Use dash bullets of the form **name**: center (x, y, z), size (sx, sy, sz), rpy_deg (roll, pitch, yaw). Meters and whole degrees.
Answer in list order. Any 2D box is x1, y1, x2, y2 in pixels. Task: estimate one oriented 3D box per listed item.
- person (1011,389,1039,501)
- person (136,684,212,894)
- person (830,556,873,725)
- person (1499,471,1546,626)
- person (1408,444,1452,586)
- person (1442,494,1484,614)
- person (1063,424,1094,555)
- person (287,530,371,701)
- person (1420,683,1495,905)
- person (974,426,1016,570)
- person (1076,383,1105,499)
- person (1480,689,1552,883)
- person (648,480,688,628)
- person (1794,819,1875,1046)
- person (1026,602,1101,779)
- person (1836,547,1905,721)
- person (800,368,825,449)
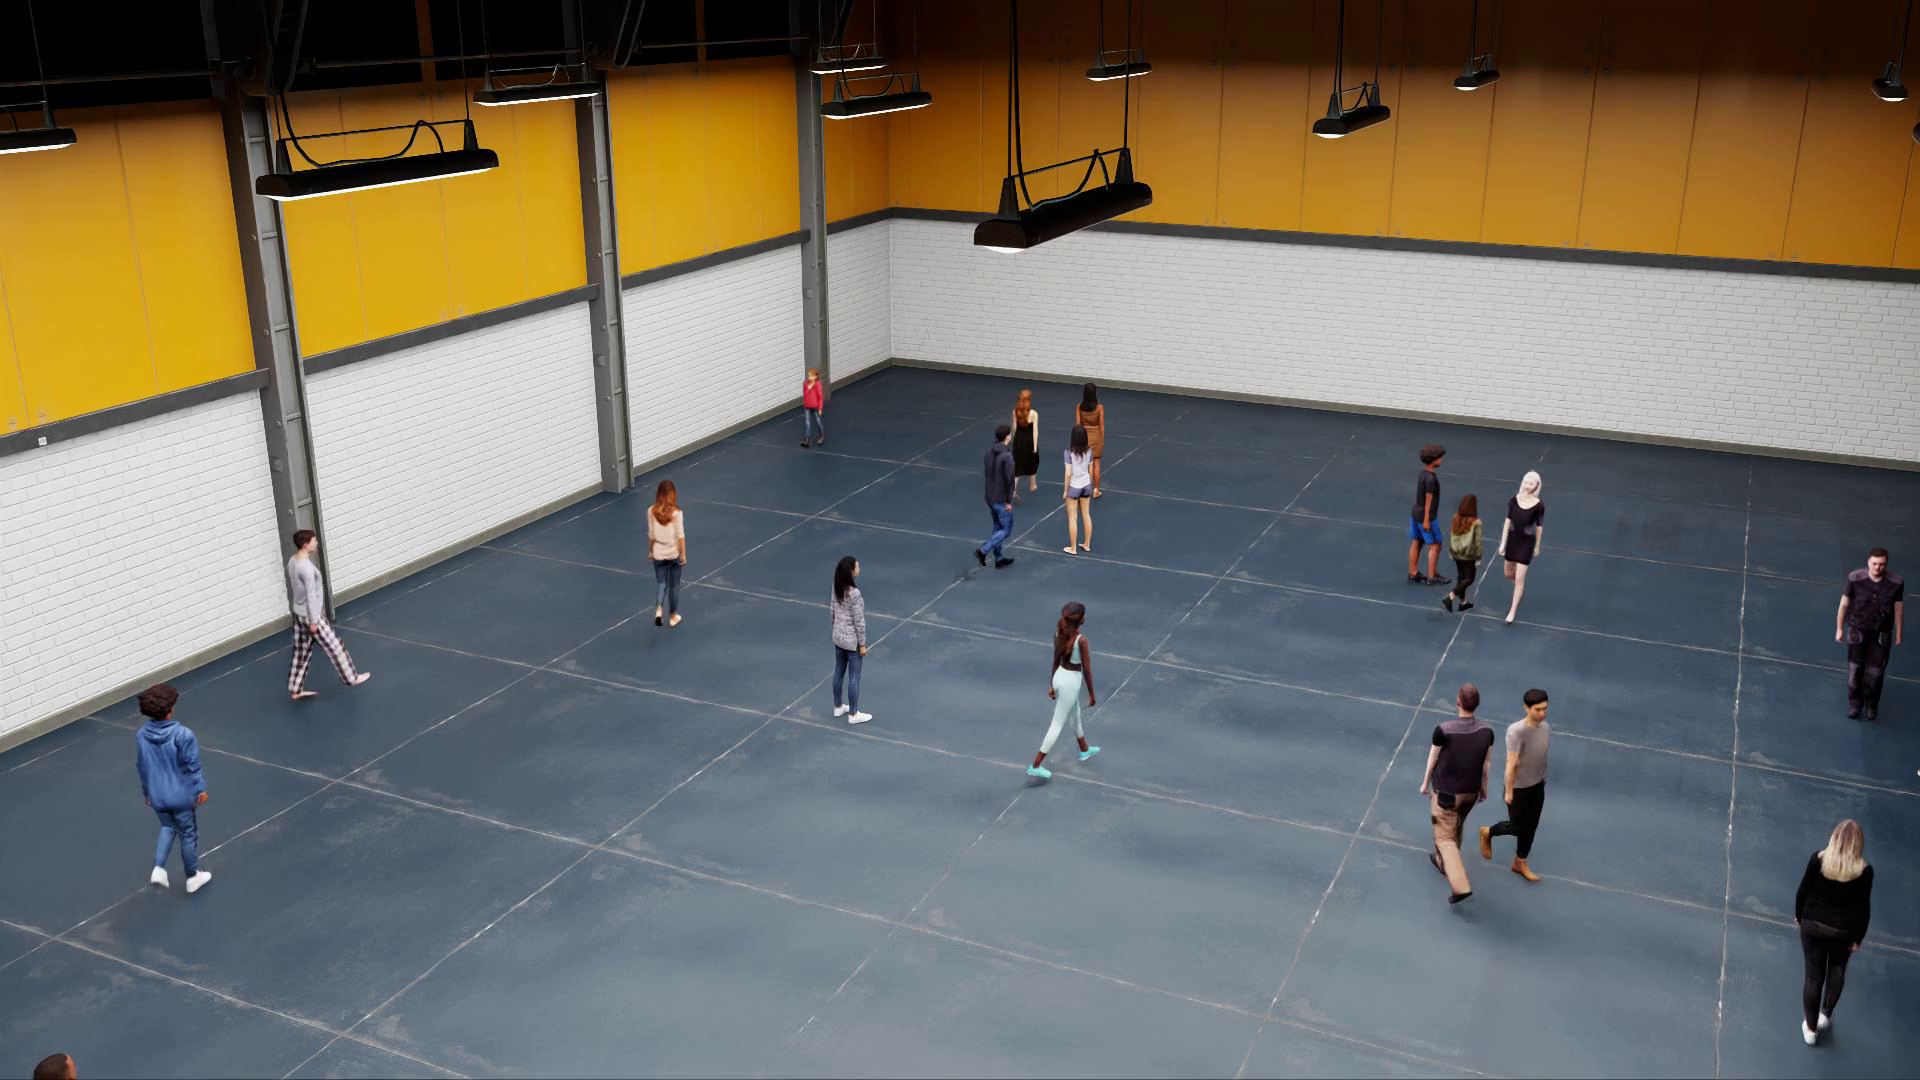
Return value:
- **person**: center (0.886, -1.332, 23.936), size (0.645, 1.578, 1.128), rpy_deg (6, 20, 18)
- **person**: center (-6.427, 2.071, 13.490), size (0.775, 1.797, 0.825), rpy_deg (3, 19, 10)
- **person**: center (-1.132, 0.989, 16.806), size (0.670, 1.731, 0.692), rpy_deg (-15, 24, -37)
- **person**: center (6.568, 0.064, 19.430), size (0.718, 1.809, 1.050), rpy_deg (12, 22, 32)
- **person**: center (5.685, -0.307, 20.571), size (0.848, 1.785, 0.803), rpy_deg (1, 19, 4)
- **person**: center (5.905, 0.188, 19.607), size (0.950, 1.460, 0.832), rpy_deg (-12, 22, -32)
- **person**: center (1.542, -0.672, 21.733), size (0.632, 1.733, 0.722), rpy_deg (-10, 21, -27)
- **person**: center (-6.830, 0.801, 17.230), size (1.158, 1.817, 0.910), rpy_deg (-17, 25, -41)
- **person**: center (4.047, 2.068, 13.474), size (1.115, 1.813, 1.228), rpy_deg (-5, 19, -14)
- **person**: center (0.444, -0.500, 21.001), size (1.075, 1.876, 0.943), rpy_deg (-11, 22, -30)
- **person**: center (1.877, -1.438, 24.084), size (0.605, 1.684, 0.568), rpy_deg (4, 19, 13)
- **person**: center (4.646, 1.993, 13.866), size (0.876, 1.704, 0.909), rpy_deg (-10, 21, -27)
- **person**: center (-3.391, 0.203, 19.068), size (0.723, 1.777, 0.881), rpy_deg (3, 19, 10)
- **person**: center (6.057, 2.774, 11.598), size (0.602, 1.671, 0.611), rpy_deg (9, 20, 24)
- **person**: center (0.943, 1.439, 15.558), size (1.245, 1.674, 0.951), rpy_deg (-13, 23, -34)
- **person**: center (9.230, 0.915, 16.871), size (0.787, 1.829, 0.670), rpy_deg (11, 21, 29)
- **person**: center (-2.324, -2.129, 26.765), size (0.562, 1.283, 0.921), rpy_deg (7, 20, 19)
